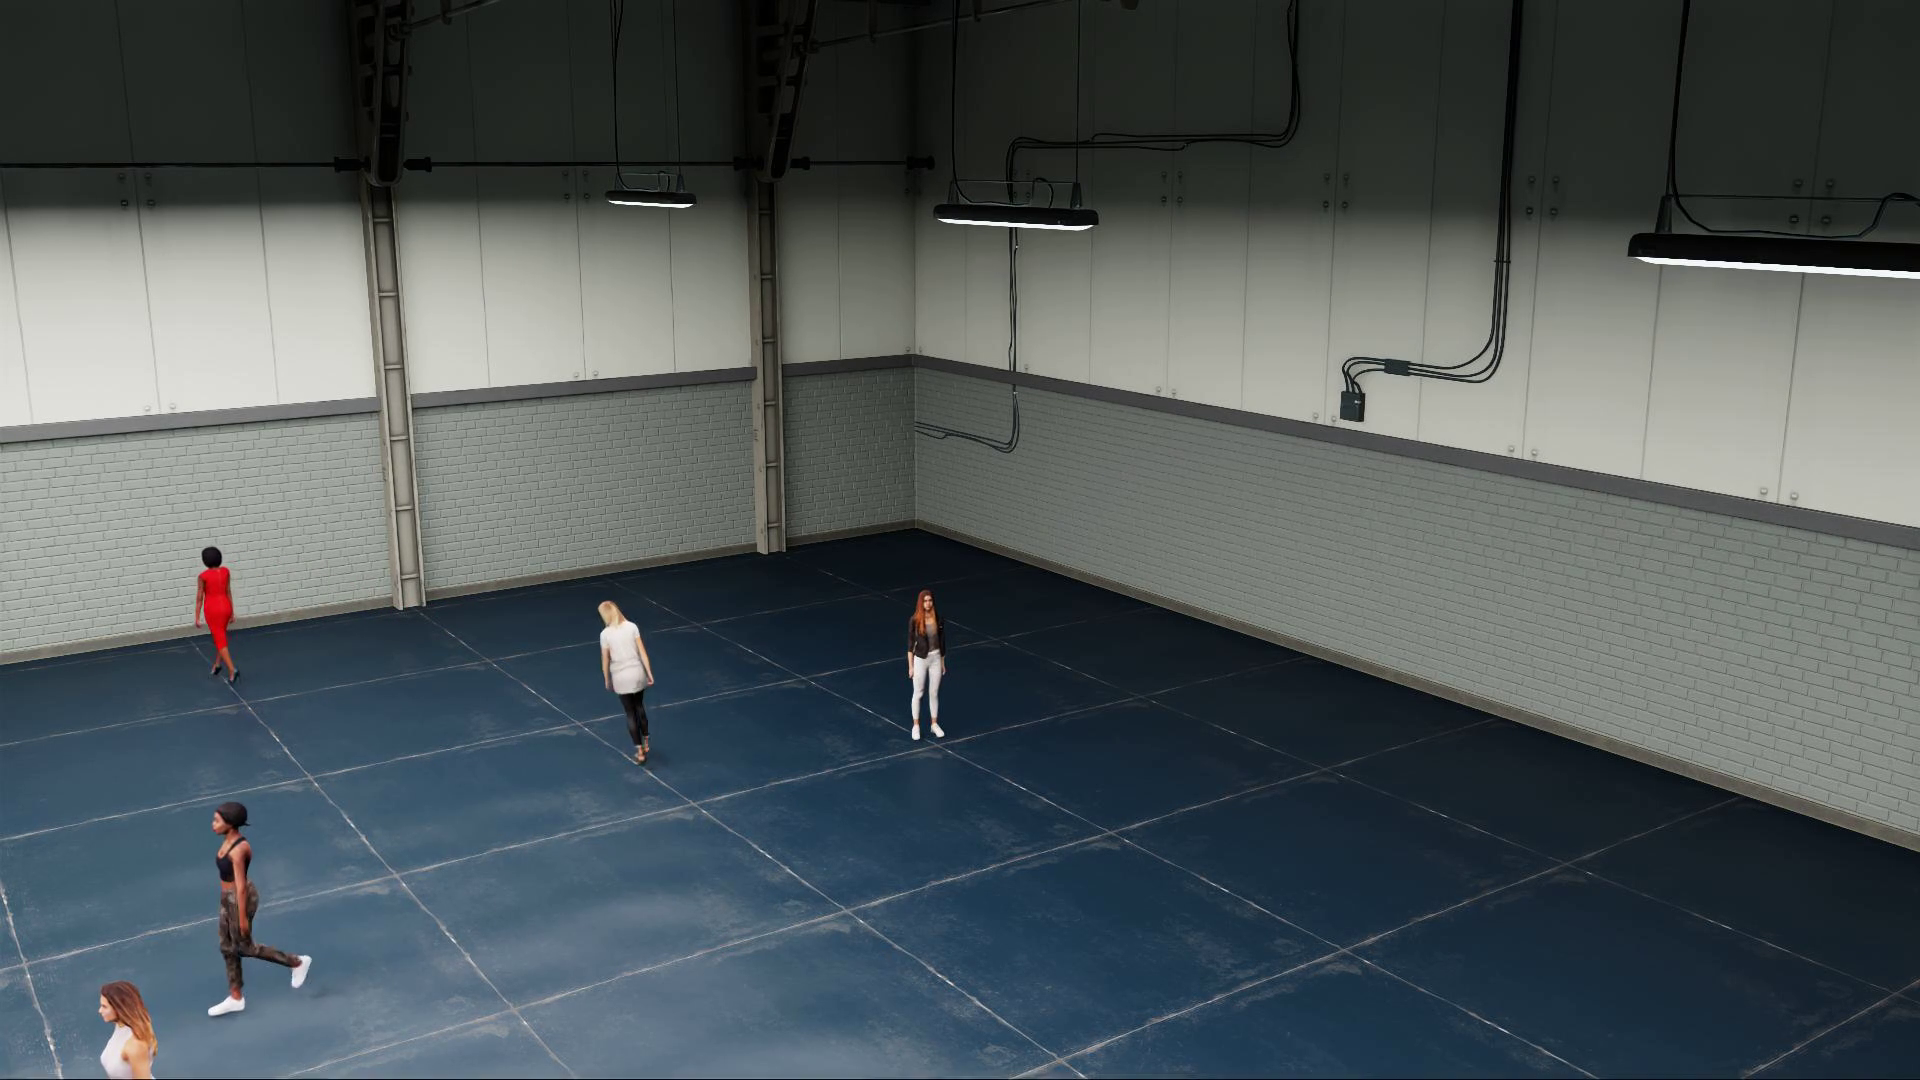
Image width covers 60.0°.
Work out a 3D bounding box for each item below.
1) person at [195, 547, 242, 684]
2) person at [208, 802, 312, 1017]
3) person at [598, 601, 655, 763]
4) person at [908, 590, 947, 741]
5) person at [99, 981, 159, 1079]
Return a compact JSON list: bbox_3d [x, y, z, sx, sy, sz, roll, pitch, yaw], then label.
[{"bbox_3d":[-9.134,0.955,20.549,0.893,1.715,0.960,8,15,30],"label":"person"},{"bbox_3d":[-5.417,2.789,12.699,0.984,1.684,0.607,-8,15,-30],"label":"person"},{"bbox_3d":[-3.541,1.540,17.908,0.722,1.768,0.820,-2,13,-9],"label":"person"},{"bbox_3d":[-0.376,1.383,18.727,0.543,1.704,0.702,-5,14,-19],"label":"person"},{"bbox_3d":[-4.843,3.412,9.822,0.583,1.768,0.569,-10,17,-38],"label":"person"}]
